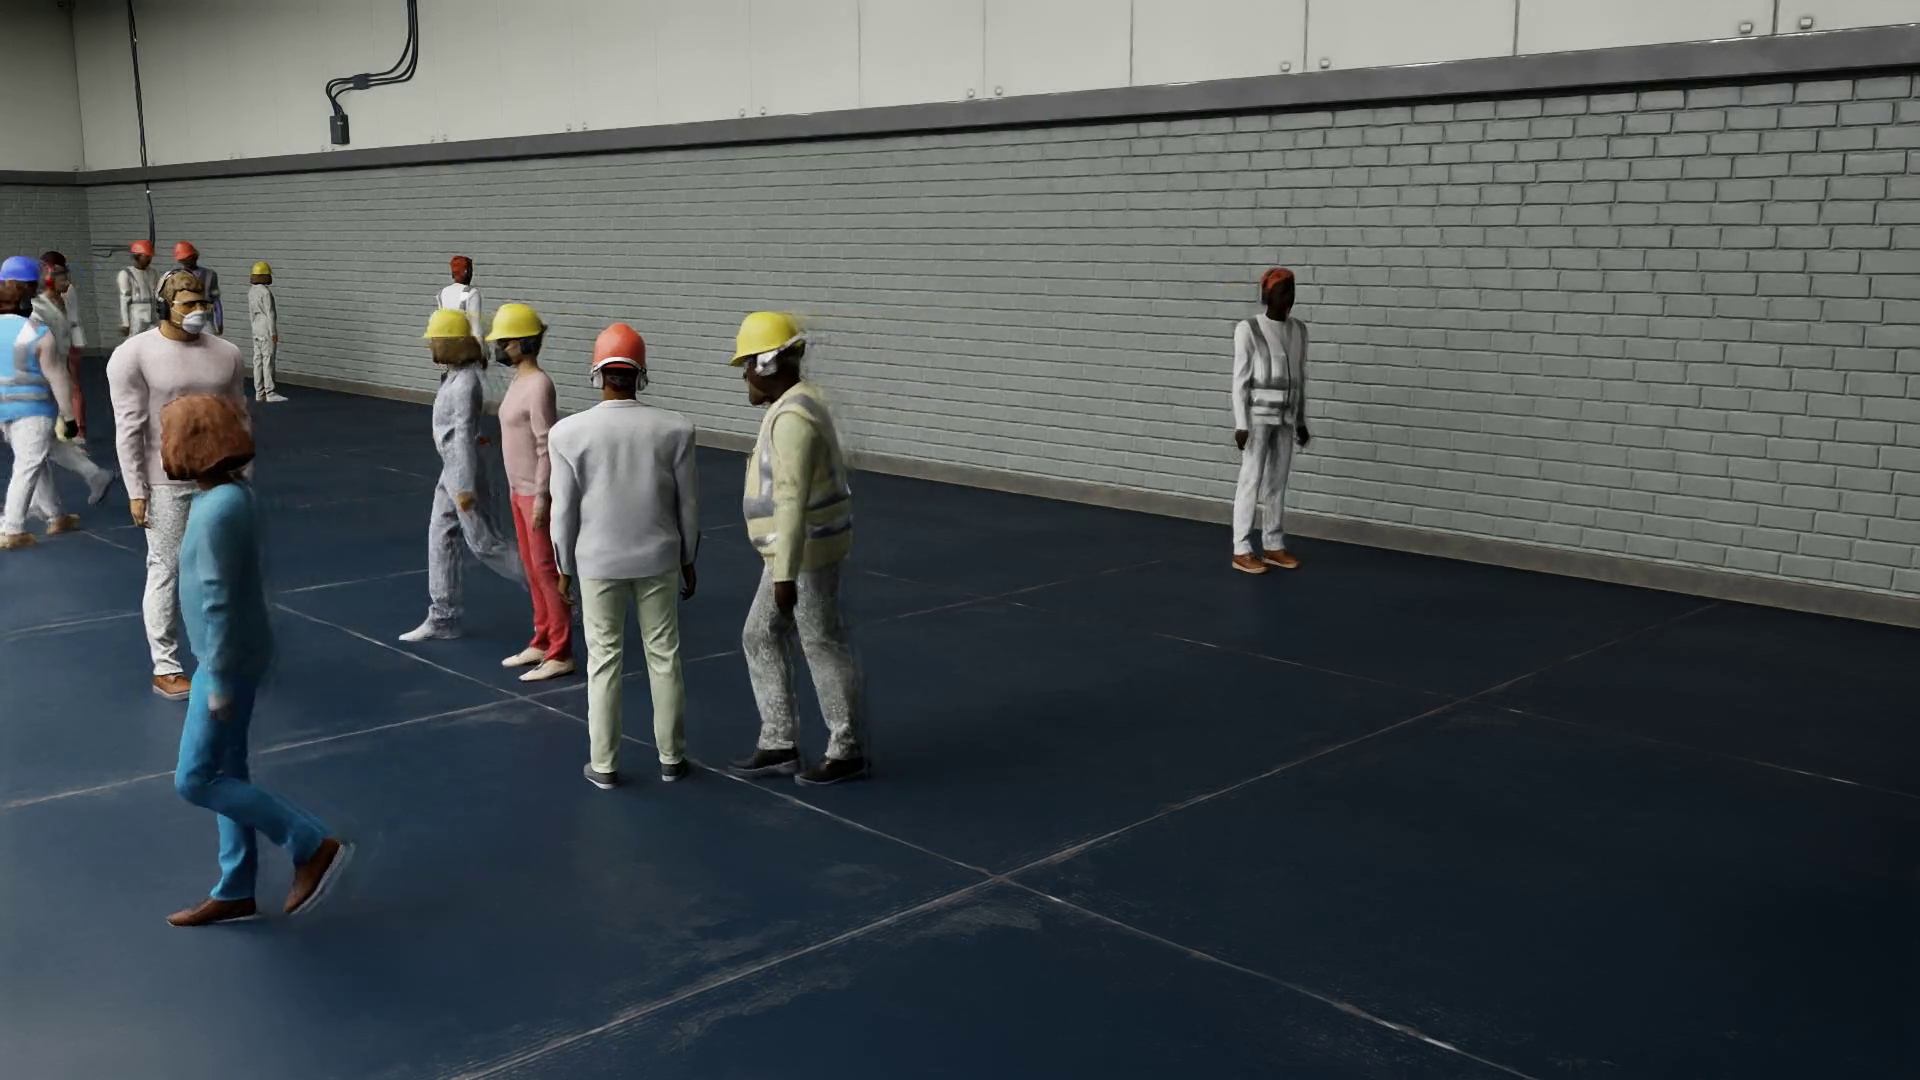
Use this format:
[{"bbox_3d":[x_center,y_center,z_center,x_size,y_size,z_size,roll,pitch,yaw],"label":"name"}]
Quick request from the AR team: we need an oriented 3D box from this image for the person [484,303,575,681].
[{"bbox_3d":[-2.031,-0.222,7.811,0.330,1.765,0.532,-5,12,-27],"label":"person"}]

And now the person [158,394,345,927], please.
[{"bbox_3d":[-2.157,0.376,4.932,0.431,1.619,0.522,-4,11,-20],"label":"person"}]

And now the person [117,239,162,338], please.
[{"bbox_3d":[-10.466,-2.836,21.339,0.449,2.022,0.640,3,11,18],"label":"person"}]

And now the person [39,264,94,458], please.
[{"bbox_3d":[-8.558,-1.655,15.495,0.774,1.817,0.580,-1,10,-3],"label":"person"}]

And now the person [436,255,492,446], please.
[{"bbox_3d":[-4.891,-1.855,16.407,0.575,1.880,0.359,7,12,33],"label":"person"}]

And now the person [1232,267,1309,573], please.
[{"bbox_3d":[1.922,-0.743,10.324,0.584,1.883,0.341,-7,12,-33],"label":"person"}]

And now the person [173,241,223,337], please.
[{"bbox_3d":[-9.760,-2.812,21.275,0.619,2.008,0.457,-5,12,-27],"label":"person"}]

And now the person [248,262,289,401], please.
[{"bbox_3d":[-8.718,-2.612,20.900,0.489,1.744,0.295,8,13,38],"label":"person"}]

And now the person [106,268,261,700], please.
[{"bbox_3d":[-3.489,-0.254,7.544,0.366,1.933,0.628,8,13,35],"label":"person"}]

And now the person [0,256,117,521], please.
[{"bbox_3d":[-6.644,-1.098,12.133,0.621,1.927,0.618,-3,11,-17],"label":"person"}]

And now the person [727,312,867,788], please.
[{"bbox_3d":[-0.657,0.049,6.252,0.635,1.787,0.685,-2,10,-8],"label":"person"}]

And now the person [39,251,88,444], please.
[{"bbox_3d":[-8.939,-1.914,16.613,0.391,1.919,0.591,-4,11,-21],"label":"person"}]

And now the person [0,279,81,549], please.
[{"bbox_3d":[-6.300,-0.865,11.261,0.636,1.789,0.957,3,11,14],"label":"person"}]

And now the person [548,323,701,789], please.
[{"bbox_3d":[-1.257,0.064,6.278,0.563,1.752,0.329,-4,11,-19],"label":"person"}]

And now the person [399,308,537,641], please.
[{"bbox_3d":[-2.467,-0.331,8.534,0.809,1.715,0.509,-4,11,-22],"label":"person"}]
